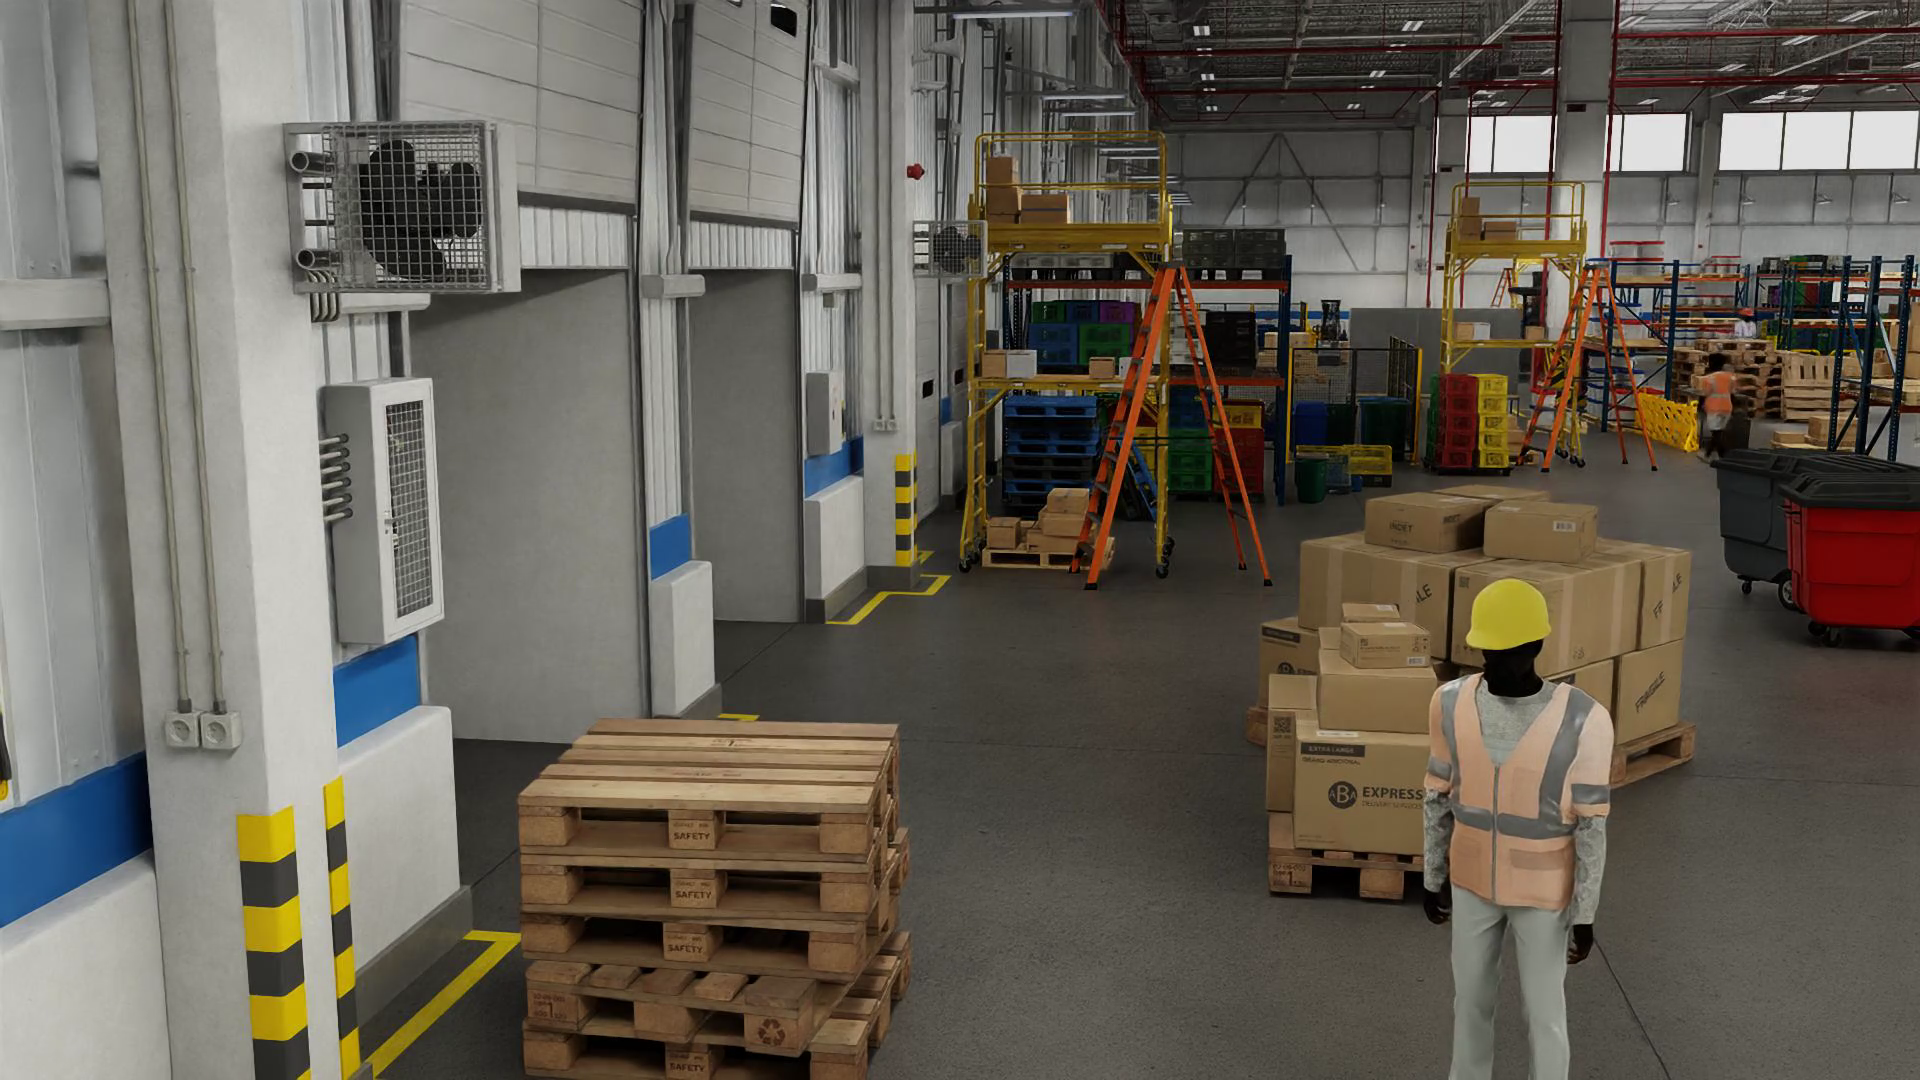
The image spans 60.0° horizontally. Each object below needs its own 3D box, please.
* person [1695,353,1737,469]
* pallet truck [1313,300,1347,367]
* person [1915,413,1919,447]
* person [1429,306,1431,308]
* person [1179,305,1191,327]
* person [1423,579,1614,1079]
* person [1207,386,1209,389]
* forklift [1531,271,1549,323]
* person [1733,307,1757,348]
[{"bbox_3d":[10.857,-1.861,24.003,0.543,1.642,0.888,-2,9,-13],"label":"person"},{"bbox_3d":[11.159,-6.200,49.718,0.823,1.965,1.885,4,10,26],"label":"pallet truck"},{"bbox_3d":[15.668,-2.356,26.809,0.319,1.739,0.484,9,13,43],"label":"person"},{"bbox_3d":[15.966,-7.184,56.034,0.628,1.926,0.427,6,11,33],"label":"person"},{"bbox_3d":[6.096,-5.364,44.780,0.544,1.930,0.388,-7,12,-37],"label":"person"},{"bbox_3d":[1.699,1.063,5.180,0.586,1.918,0.398,8,12,40],"label":"person"},{"bbox_3d":[5.143,-3.652,35.141,0.323,1.632,0.524,-5,11,-29],"label":"person"},{"bbox_3d":[14.835,-5.369,41.877,1.873,2.768,1.129,-6,11,-35],"label":"forklift"},{"bbox_3d":[19.856,-4.917,42.047,0.562,1.916,0.440,-2,10,-15],"label":"person"}]
